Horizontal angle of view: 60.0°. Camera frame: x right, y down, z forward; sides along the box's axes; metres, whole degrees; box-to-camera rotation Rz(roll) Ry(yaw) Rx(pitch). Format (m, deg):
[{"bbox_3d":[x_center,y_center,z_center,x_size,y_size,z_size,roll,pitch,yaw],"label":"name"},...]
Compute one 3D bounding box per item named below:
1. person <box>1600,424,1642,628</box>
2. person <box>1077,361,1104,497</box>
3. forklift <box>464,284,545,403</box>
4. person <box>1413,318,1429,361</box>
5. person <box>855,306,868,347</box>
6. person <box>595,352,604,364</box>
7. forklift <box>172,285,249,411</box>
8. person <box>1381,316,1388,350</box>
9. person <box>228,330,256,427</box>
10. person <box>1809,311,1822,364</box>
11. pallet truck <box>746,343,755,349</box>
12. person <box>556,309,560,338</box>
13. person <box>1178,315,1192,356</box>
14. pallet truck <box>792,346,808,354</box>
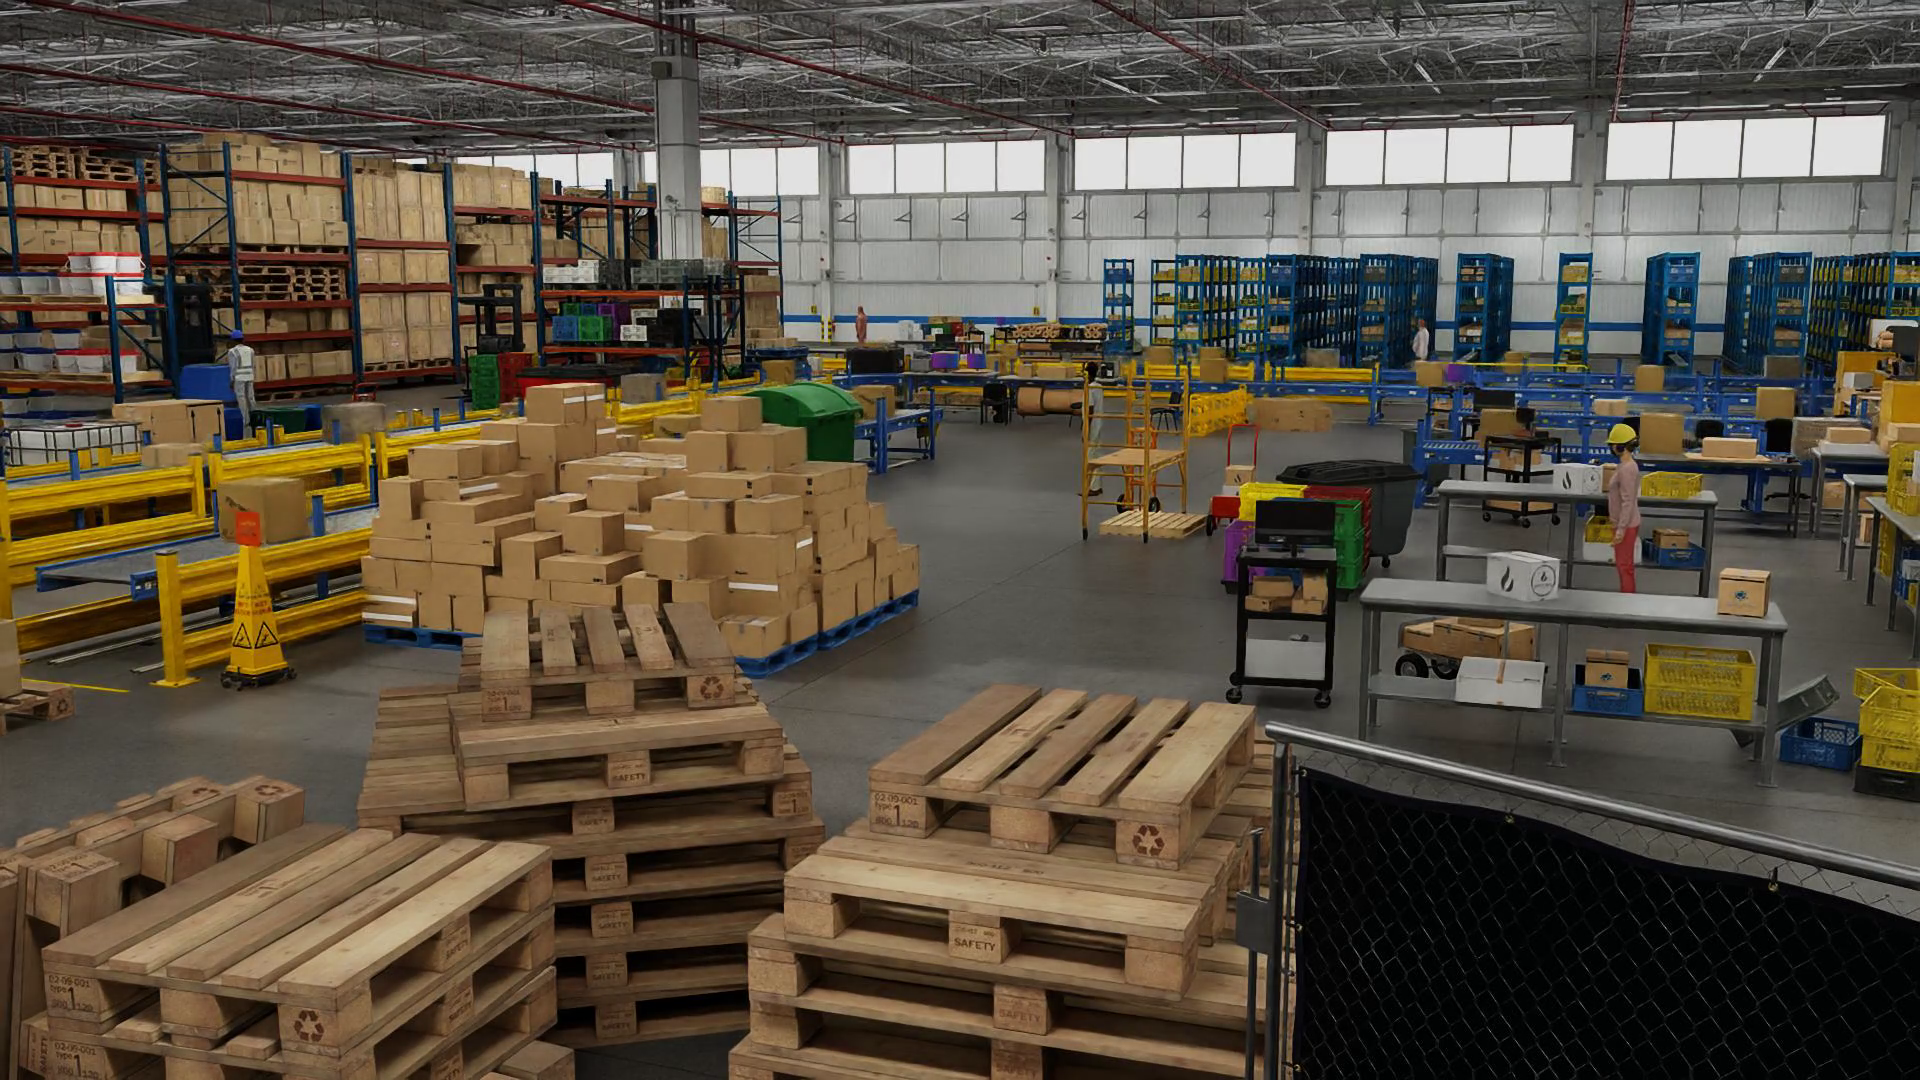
[{"bbox_3d":[5.692,-0.118,14.325,0.329,1.765,0.526,4,10,22],"label":"person"},{"bbox_3d":[1.795,-1.517,22.797,0.334,1.865,0.517,4,10,22],"label":"person"},{"bbox_3d":[-10.832,-4.702,39.610,1.129,2.768,1.873,3,10,20],"label":"forklift"},{"bbox_3d":[12.047,-4.839,43.534,0.399,1.905,0.643,4,10,22],"label":"person"},{"bbox_3d":[-3.590,-7.499,60.234,0.399,1.905,0.643,4,10,22],"label":"person"},{"bbox_3d":[-11.209,-6.079,51.551,0.404,1.829,0.591,4,10,22],"label":"person"},{"bbox_3d":[-16.615,-4.149,36.142,1.873,2.768,1.129,3,10,20],"label":"forklift"},{"bbox_3d":[13.215,-6.106,51.681,0.395,1.841,0.564,4,10,22],"label":"person"},{"bbox_3d":[-14.343,-3.216,33.209,0.402,1.944,0.605,4,10,22],"label":"person"},{"bbox_3d":[29.358,-6.959,57.125,0.491,1.809,0.588,1,9,9],"label":"person"},{"bbox_3d":[-6.183,-4.618,44.264,1.601,1.201,0.680,-9,12,-43],"label":"pallet truck"},{"bbox_3d":[-14.426,-7.451,60.169,0.404,1.829,0.591,4,10,22],"label":"person"},{"bbox_3d":[7.705,-6.851,56.798,0.912,1.694,0.572,-3,9,-15],"label":"person"},{"bbox_3d":[-3.705,-4.298,42.022,0.653,1.274,1.630,3,10,20],"label":"pallet truck"}]
